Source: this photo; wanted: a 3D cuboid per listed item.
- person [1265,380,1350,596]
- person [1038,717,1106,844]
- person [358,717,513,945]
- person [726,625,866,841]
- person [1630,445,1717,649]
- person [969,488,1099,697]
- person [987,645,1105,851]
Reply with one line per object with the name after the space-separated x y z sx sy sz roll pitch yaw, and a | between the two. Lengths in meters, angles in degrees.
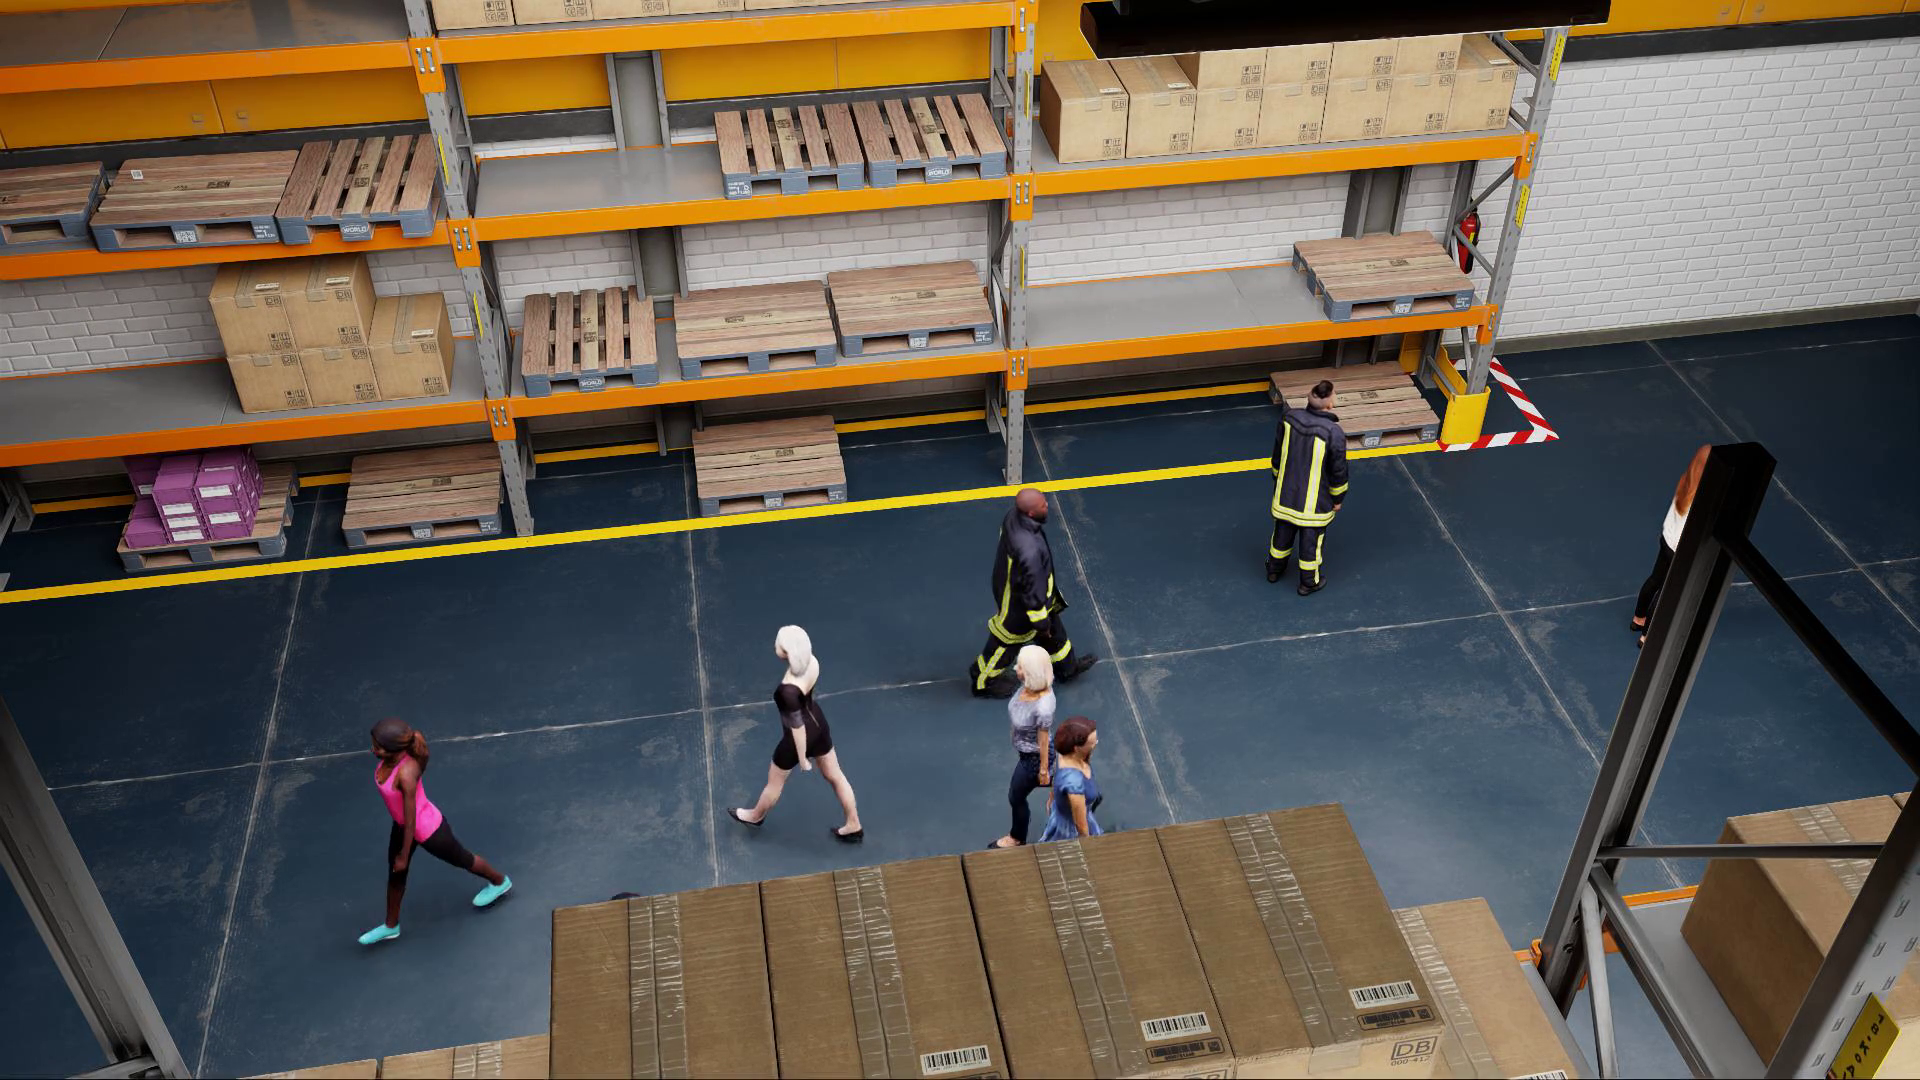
2.565 -0.418 12.314 0.884 1.862 0.928 27 46 30 | person
0.545 1.735 9.692 1.200 1.767 0.749 0 39 0 | person
-3.088 1.684 9.836 1.222 1.668 0.928 -25 45 -27 | person
-0.863 1.244 10.291 1.218 1.788 0.975 12 40 15 | person
5.117 0.047 11.845 0.574 1.720 0.630 2 39 3 | person
0.347 0.401 11.355 1.179 1.777 0.813 -3 39 -4 | person
0.551 1.292 10.304 0.973 1.696 0.583 -6 39 -7 | person
